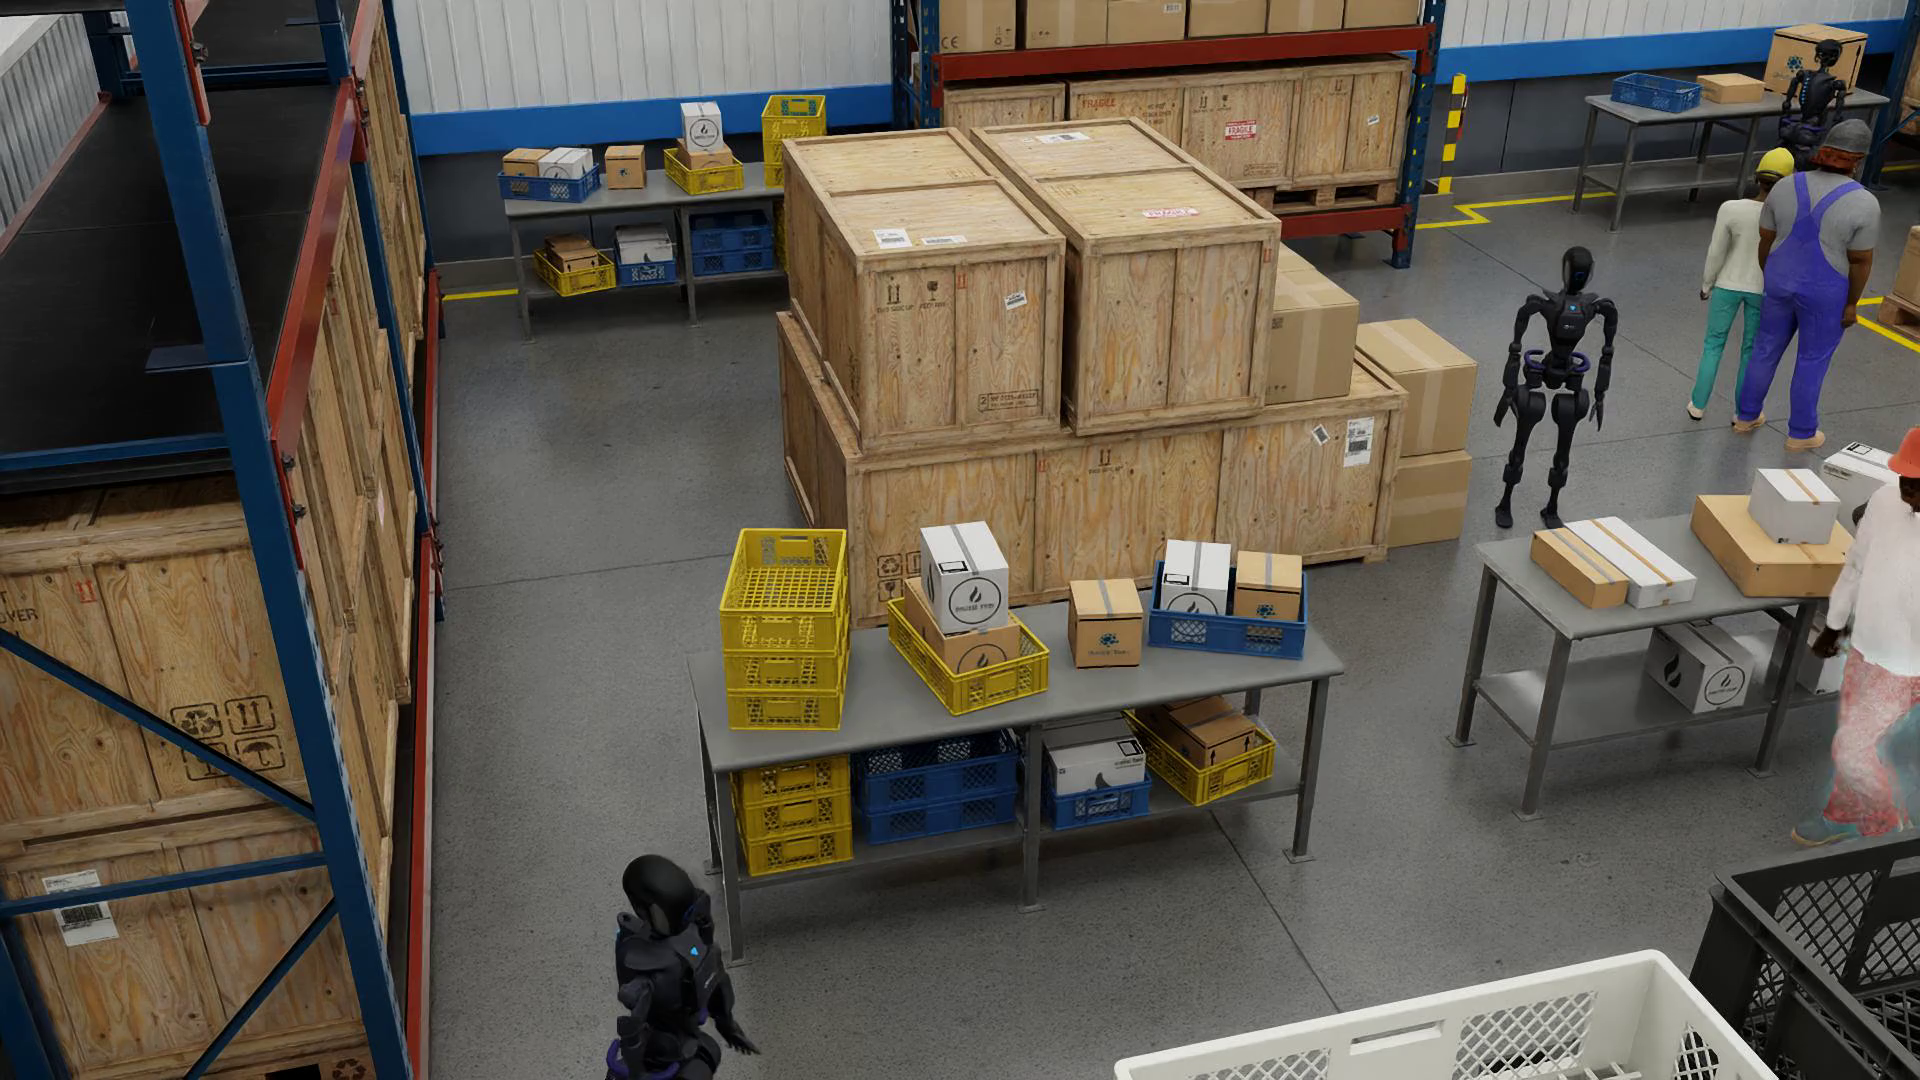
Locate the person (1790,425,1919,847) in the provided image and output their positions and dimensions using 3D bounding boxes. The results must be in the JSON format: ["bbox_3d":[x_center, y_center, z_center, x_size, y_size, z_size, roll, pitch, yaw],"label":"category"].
[{"bbox_3d":[3.642,0.437,6.549,0.470,1.980,0.614,-3,29,-6],"label":"person"}]

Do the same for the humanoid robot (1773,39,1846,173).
[{"bbox_3d":[6.826,-3.211,13.469,0.317,1.657,0.597,-12,31,-21],"label":"humanoid robot"}]

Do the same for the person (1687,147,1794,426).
[{"bbox_3d":[4.926,-1.576,10.424,0.530,1.767,0.326,14,32,24],"label":"person"}]

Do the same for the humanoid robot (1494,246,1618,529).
[{"bbox_3d":[3.258,-0.821,9.142,0.579,1.652,0.308,4,29,8],"label":"humanoid robot"}]

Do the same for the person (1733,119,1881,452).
[{"bbox_3d":[5.180,-1.551,10.097,0.537,2.000,0.671,-20,35,-32],"label":"person"}]

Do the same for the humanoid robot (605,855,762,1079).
[{"bbox_3d":[-0.812,1.555,4.830,0.326,1.647,0.599,8,30,14],"label":"humanoid robot"}]
